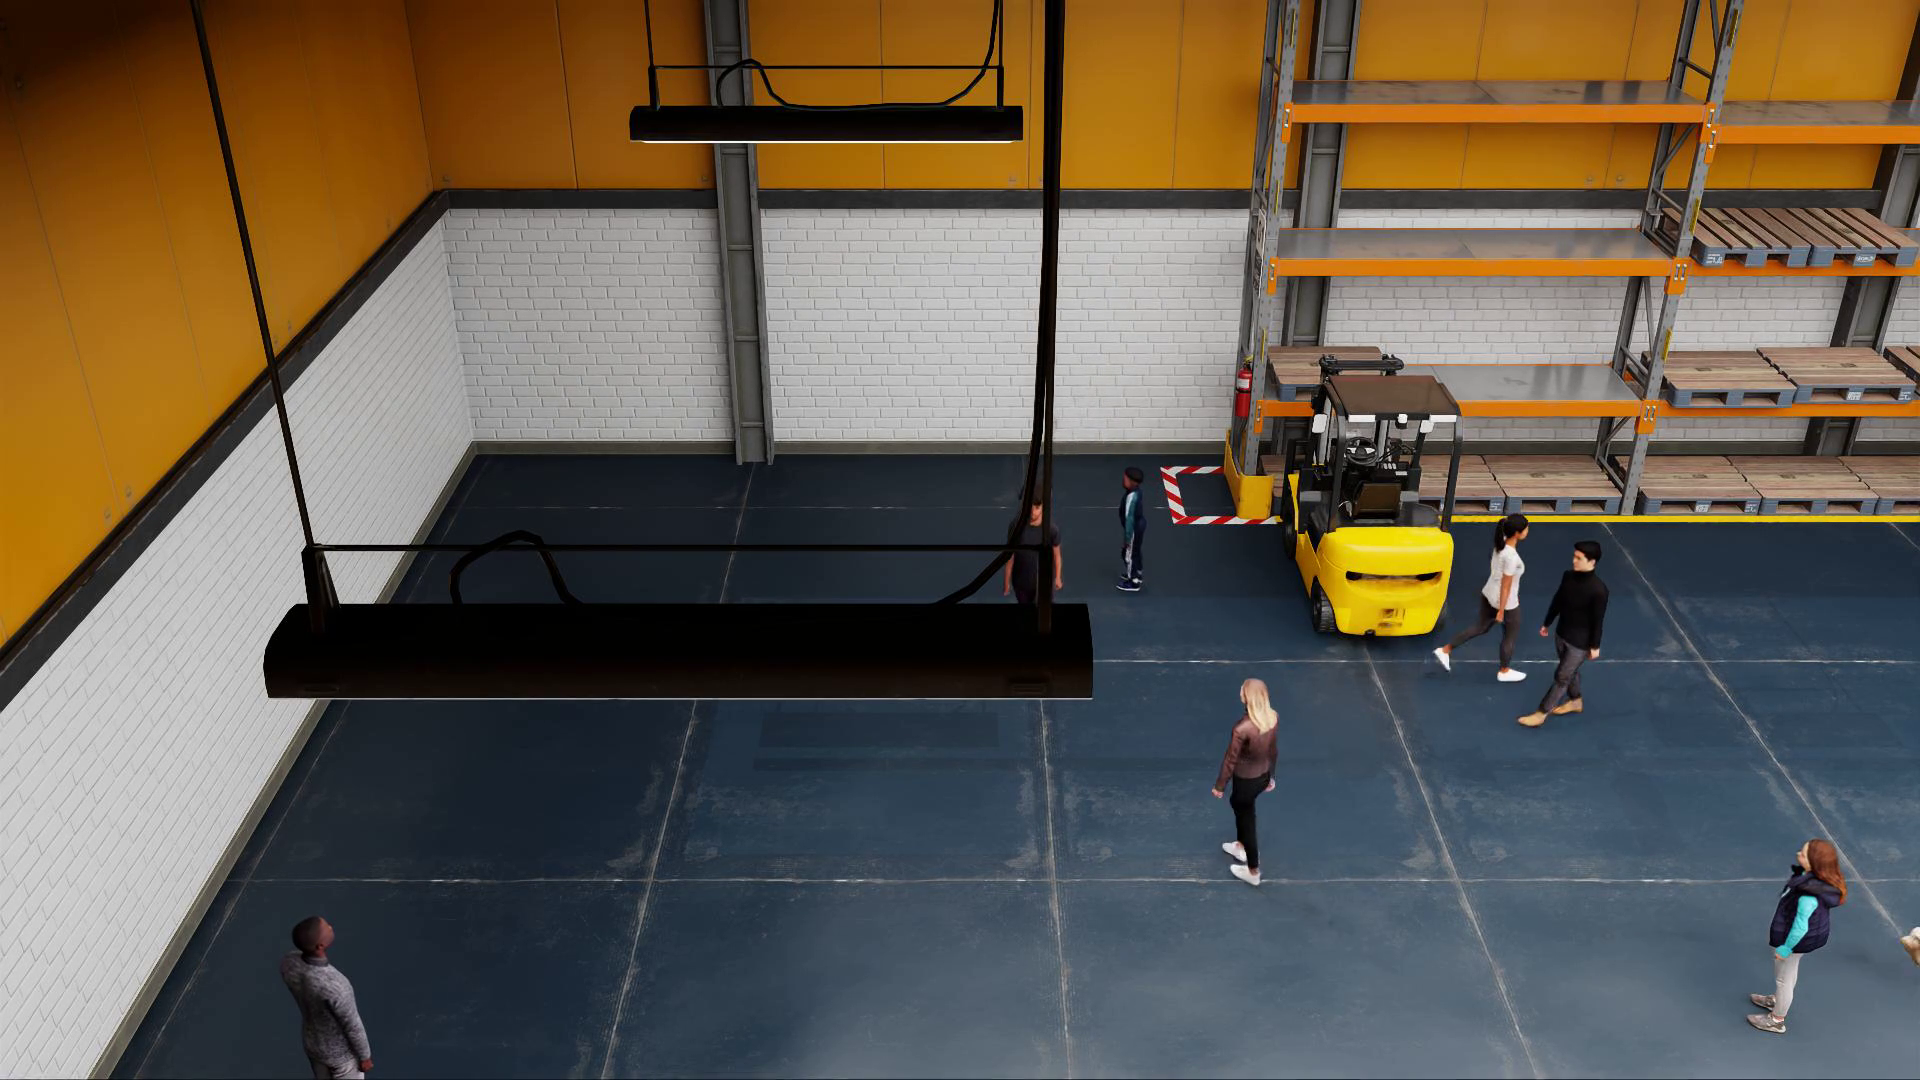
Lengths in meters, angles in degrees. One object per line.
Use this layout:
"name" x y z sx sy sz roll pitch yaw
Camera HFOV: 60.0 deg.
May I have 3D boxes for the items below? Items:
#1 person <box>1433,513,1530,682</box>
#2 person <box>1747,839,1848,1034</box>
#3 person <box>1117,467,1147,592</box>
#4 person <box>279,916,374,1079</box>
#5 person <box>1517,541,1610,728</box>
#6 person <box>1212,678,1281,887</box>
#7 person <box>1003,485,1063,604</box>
"person" 4.563 0.519 14.353 1.023 1.615 0.559 0 29 -1
"person" 5.412 2.545 10.760 0.722 1.500 0.681 17 33 28
"person" 1.669 -0.118 15.903 0.544 1.249 0.549 7 29 13
"person" -3.676 2.942 9.682 0.669 1.835 0.804 15 32 26
"person" 5.168 0.767 13.811 1.029 1.699 0.816 -8 30 -14
"person" 2.146 1.782 11.963 0.833 1.687 0.774 24 37 36
"person" 0.654 0.283 14.651 1.106 1.744 0.881 6 29 12
